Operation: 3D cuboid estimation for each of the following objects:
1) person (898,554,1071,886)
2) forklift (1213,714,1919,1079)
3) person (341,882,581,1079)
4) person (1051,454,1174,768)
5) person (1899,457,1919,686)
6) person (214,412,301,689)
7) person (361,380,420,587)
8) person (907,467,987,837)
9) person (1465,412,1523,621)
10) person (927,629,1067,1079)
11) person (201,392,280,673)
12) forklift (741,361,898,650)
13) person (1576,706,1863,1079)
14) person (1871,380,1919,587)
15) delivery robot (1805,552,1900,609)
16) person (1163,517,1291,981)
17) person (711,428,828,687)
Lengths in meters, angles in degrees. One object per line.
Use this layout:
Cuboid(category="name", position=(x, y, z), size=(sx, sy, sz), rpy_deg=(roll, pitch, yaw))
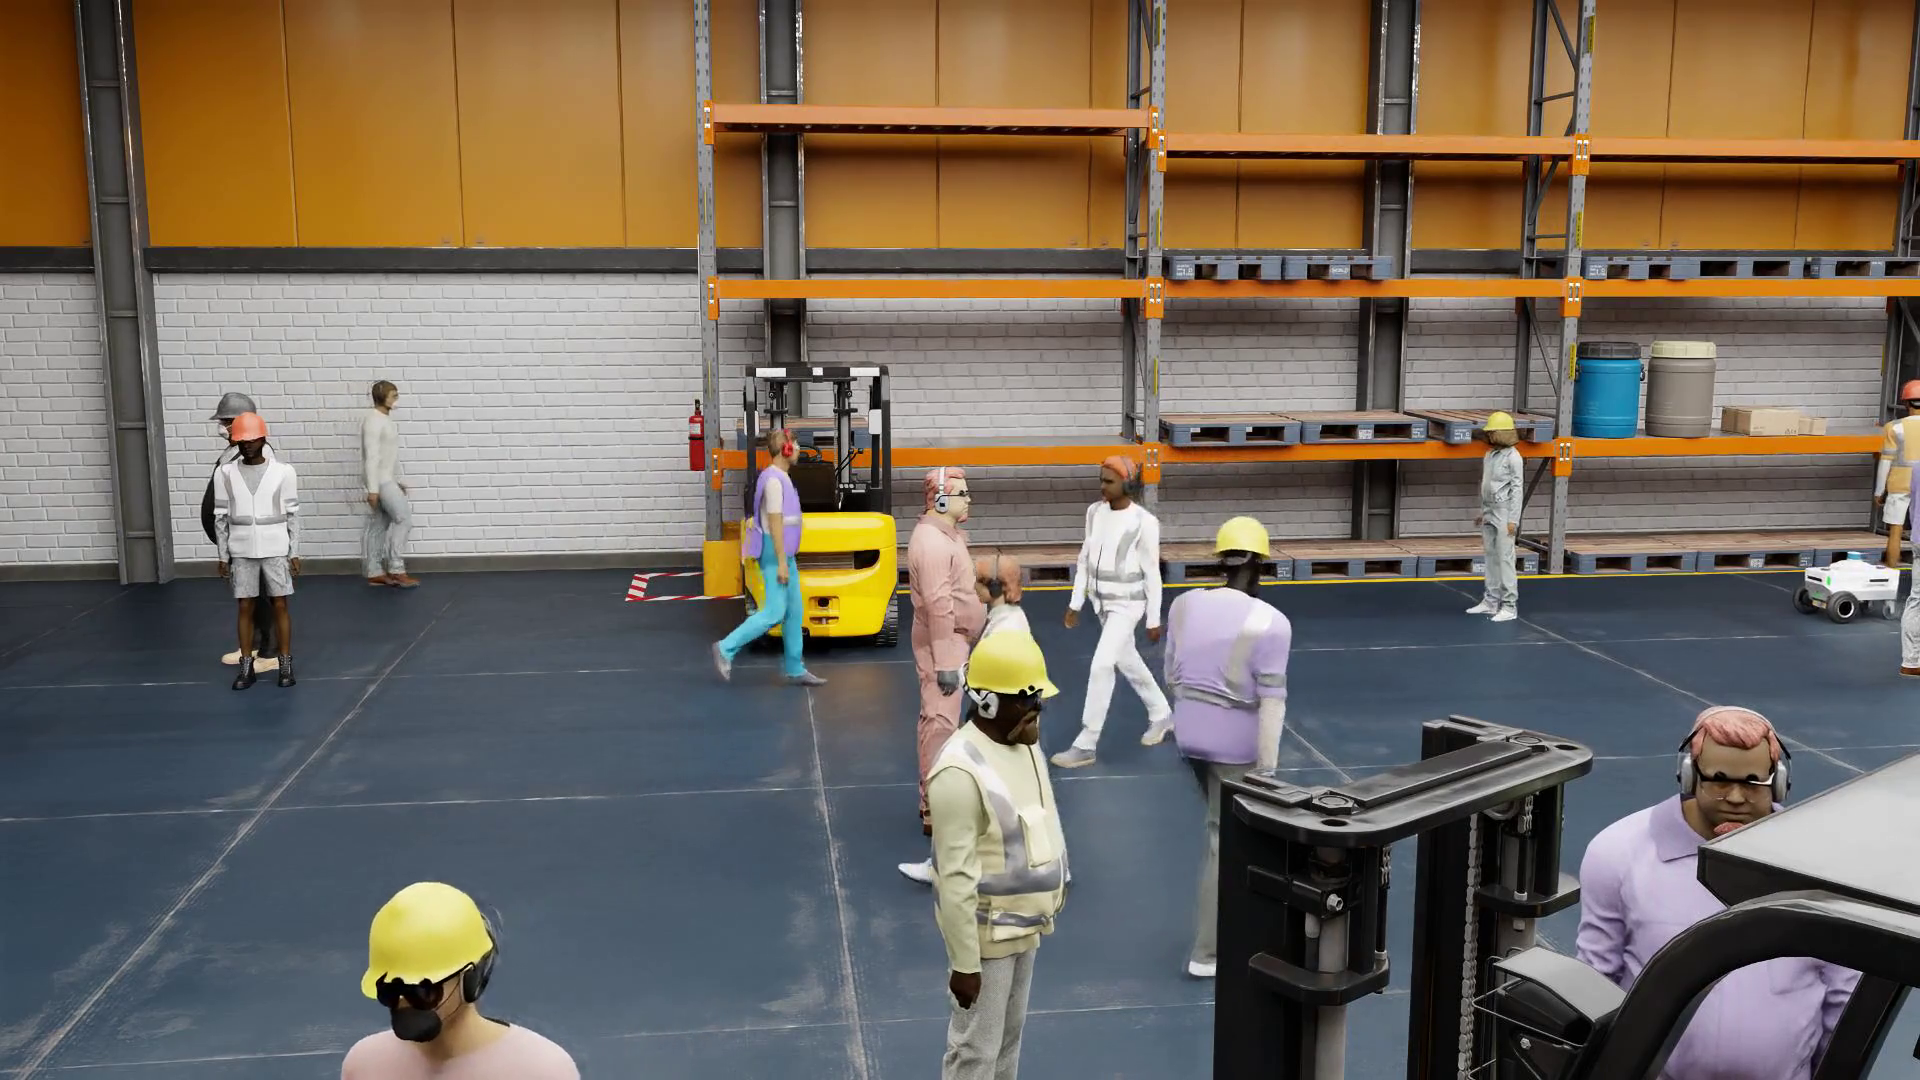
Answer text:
Cuboid(category="person", position=(0.132, 0.859, 7.740), size=(0.850, 1.600, 0.530), rpy_deg=(2, 9, 10))
Cuboid(category="forklift", position=(1.441, 1.425, 2.350), size=(1.214, 2.155, 2.313), rpy_deg=(-7, 12, -39))
Cuboid(category="person", position=(-0.949, 1.489, 3.335), size=(0.533, 1.746, 0.614), rpy_deg=(2, 9, 12))
Cuboid(category="person", position=(0.981, 0.394, 9.918), size=(1.009, 1.842, 0.572), rpy_deg=(-5, 11, -30))
Cuboid(category="person", position=(6.856, 0.065, 11.629), size=(0.370, 1.941, 0.627), rpy_deg=(1, 9, 4))
Cuboid(category="person", position=(-4.878, 0.076, 11.566), size=(0.552, 1.936, 0.358), rpy_deg=(-2, 9, -15))
Cuboid(category="person", position=(-5.206, -0.510, 15.278), size=(0.652, 1.915, 0.650), rpy_deg=(-2, 9, -13))
Cuboid(category="person", position=(-0.065, 0.571, 8.577), size=(0.410, 1.908, 0.643), rpy_deg=(0, 9, -3))
Cuboid(category="person", position=(4.488, -0.199, 13.919), size=(0.347, 1.740, 0.534), rpy_deg=(-2, 9, -14))
Cuboid(category="person", position=(0.122, 1.168, 5.084), size=(0.404, 1.827, 0.601), rpy_deg=(4, 10, 22))
Cuboid(category="person", position=(-5.205, -0.056, 12.073), size=(0.536, 2.000, 0.682), rpy_deg=(-7, 12, -38))
Cuboid(category="forklift", position=(-1.154, -0.340, 13.365), size=(1.214, 2.155, 2.313), rpy_deg=(-1, 9, -7))
Cuboid(category="person", position=(1.775, 1.319, 3.939), size=(0.645, 1.903, 0.401), rpy_deg=(3, 9, 16))
Cuboid(category="person", position=(8.563, -0.475, 15.001), size=(0.583, 1.932, 0.384), rpy_deg=(2, 9, 11))
Cuboid(category="delivery robot", position=(7.464, 0.343, 13.913), size=(0.707, 0.478, 0.477), rpy_deg=(-2, 9, -10))
Cuboid(category="person", position=(1.089, 0.850, 6.953), size=(0.683, 1.866, 0.603), rpy_deg=(-9, 13, -43))
Cuboid(category="person", position=(-1.330, 0.130, 11.605), size=(0.736, 1.813, 0.628), rpy_deg=(0, 9, 2))
